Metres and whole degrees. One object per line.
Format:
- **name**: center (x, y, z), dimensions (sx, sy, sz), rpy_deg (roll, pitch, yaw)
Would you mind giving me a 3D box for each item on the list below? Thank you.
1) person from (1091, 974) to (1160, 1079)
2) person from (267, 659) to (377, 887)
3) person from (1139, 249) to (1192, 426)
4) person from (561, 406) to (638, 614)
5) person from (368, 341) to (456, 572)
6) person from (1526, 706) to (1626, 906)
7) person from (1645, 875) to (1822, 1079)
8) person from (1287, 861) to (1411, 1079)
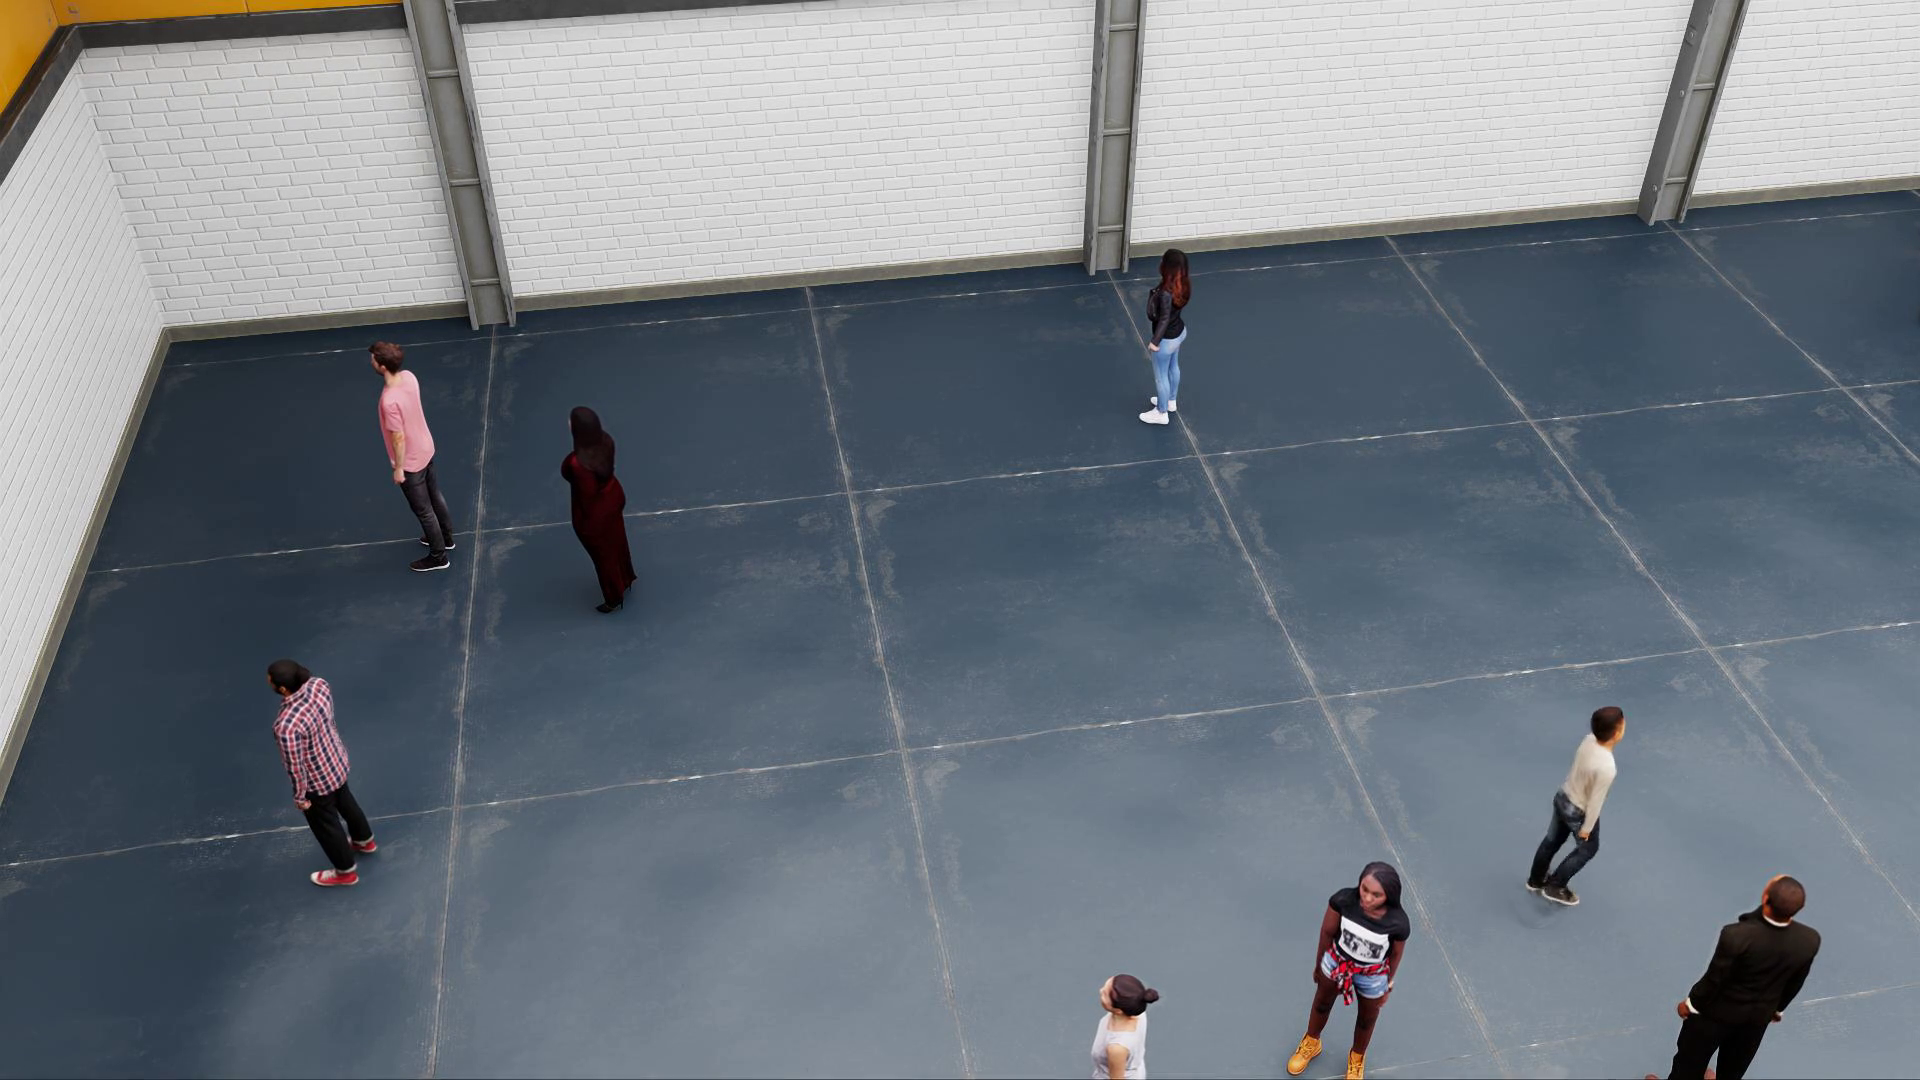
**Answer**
- **person**: center (0.812, 2.753, 8.519), dimensions (0.654, 1.606, 0.642), rpy_deg (10, 40, 12)
- **person**: center (-3.892, 1.387, 10.105), dimensions (0.707, 1.760, 0.774), rpy_deg (4, 39, 6)
- **person**: center (1.763, -1.744, 14.127), dimensions (0.757, 1.634, 0.723), rpy_deg (18, 42, 21)
- **person**: center (-2.623, -0.237, 12.141), dimensions (0.728, 1.757, 0.744), rpy_deg (7, 39, 9)
- **person**: center (-4.100, -0.637, 12.481), dimensions (0.611, 1.958, 0.660), rpy_deg (1, 39, 1)
- **person**: center (3.690, 1.626, 10.059), dimensions (0.543, 1.444, 0.561), rpy_deg (-1, 39, -2)
- **person**: center (4.057, 2.423, 8.692), dimensions (0.607, 1.904, 0.786), rpy_deg (0, 39, 0)
- **person**: center (2.127, 2.327, 8.954), dimensions (0.707, 1.729, 0.783), rpy_deg (17, 42, 21)
